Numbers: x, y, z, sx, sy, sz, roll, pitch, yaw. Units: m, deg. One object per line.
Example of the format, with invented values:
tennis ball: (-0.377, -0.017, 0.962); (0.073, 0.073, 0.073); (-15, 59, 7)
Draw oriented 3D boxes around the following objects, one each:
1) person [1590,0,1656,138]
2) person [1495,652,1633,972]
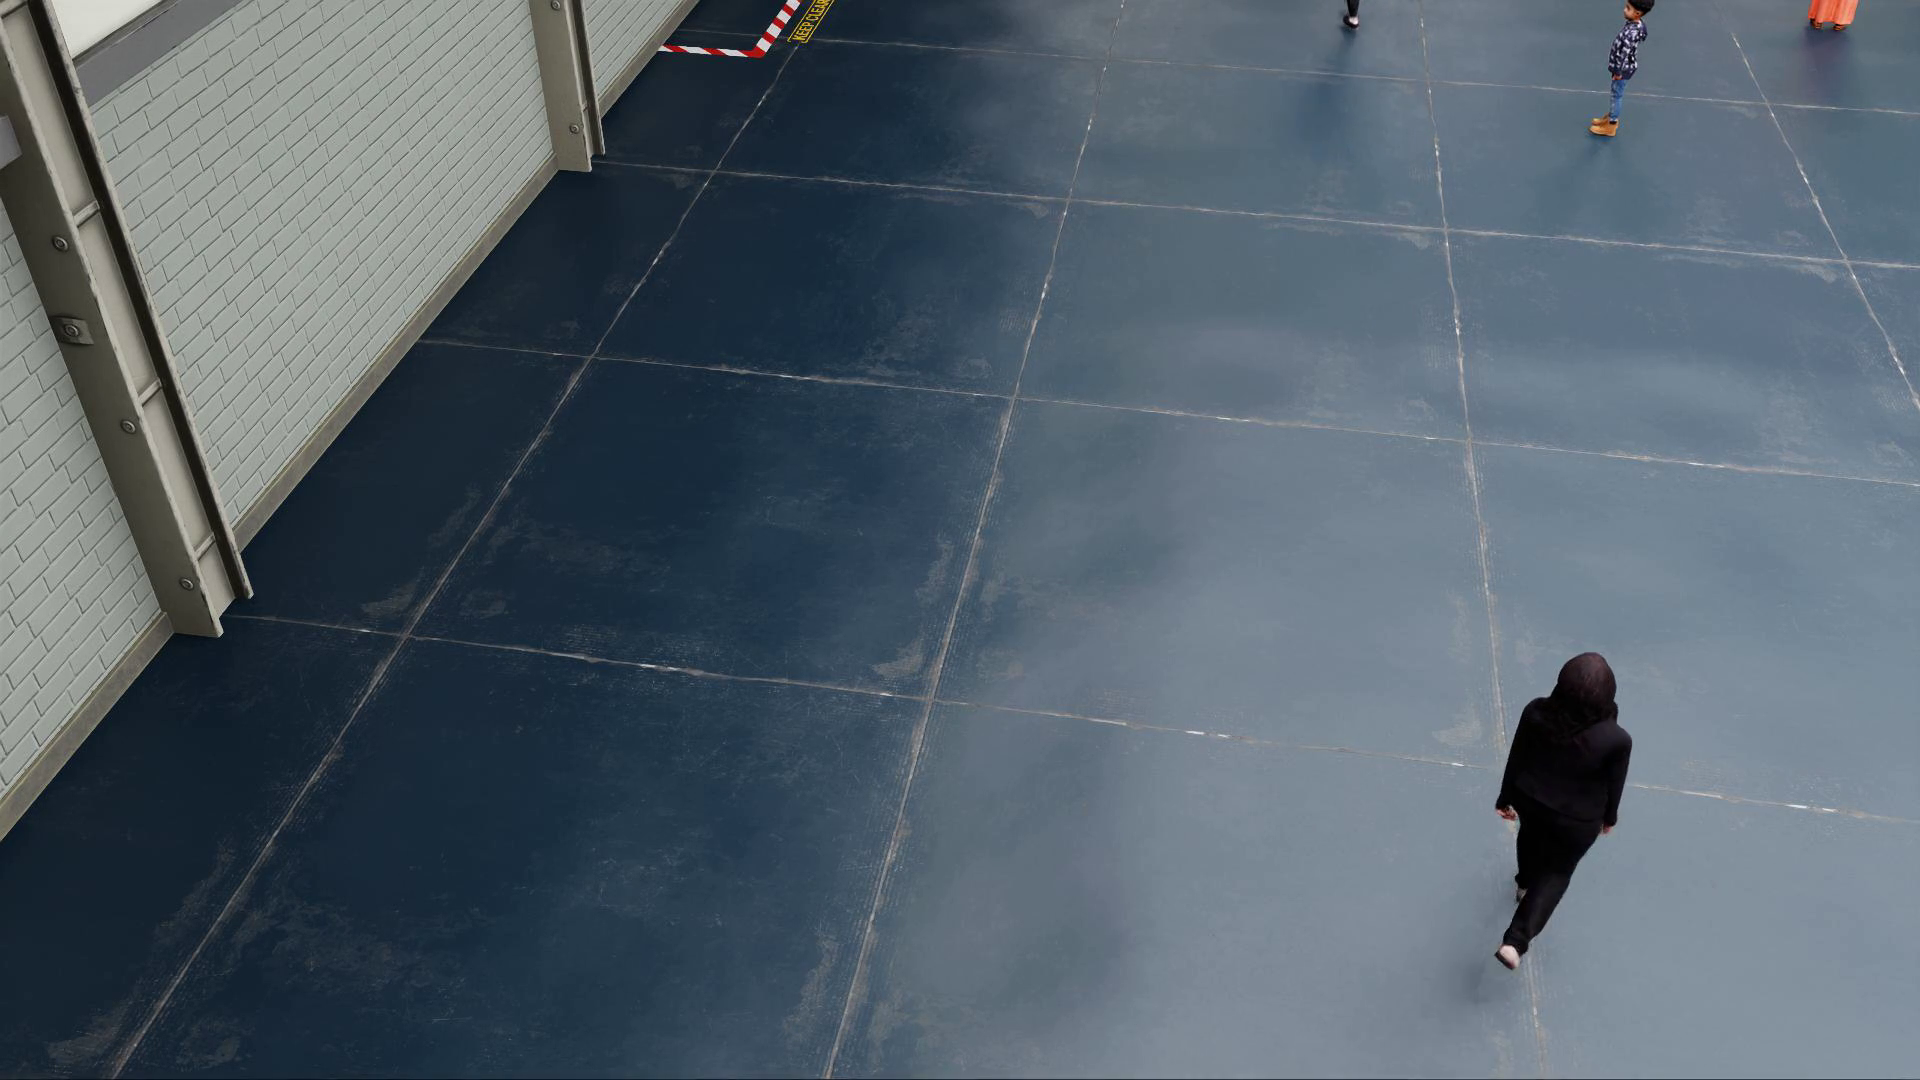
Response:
person: (5.680, -4.086, 14.217); (0.585, 1.252, 0.474); (13, 40, 16)
person: (2.556, 1.198, 7.189); (0.944, 1.590, 1.158); (24, 44, 27)
